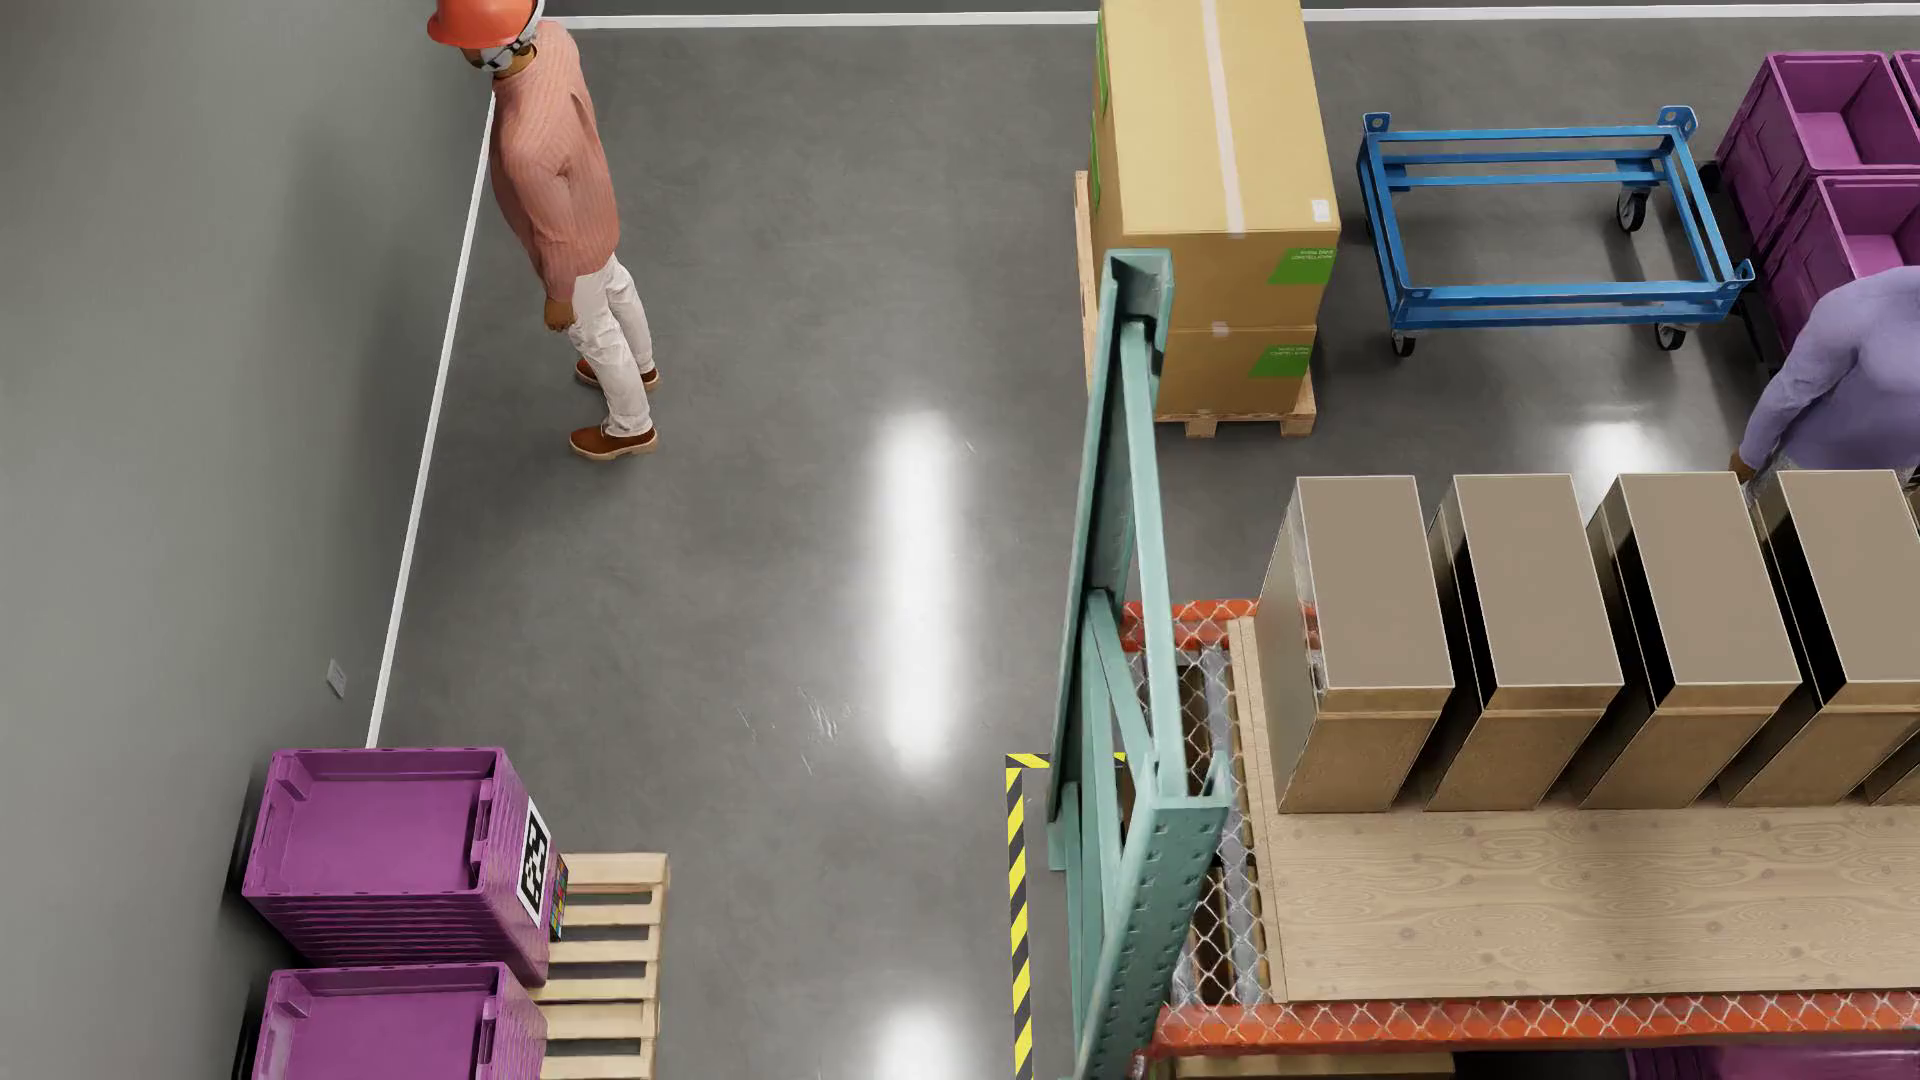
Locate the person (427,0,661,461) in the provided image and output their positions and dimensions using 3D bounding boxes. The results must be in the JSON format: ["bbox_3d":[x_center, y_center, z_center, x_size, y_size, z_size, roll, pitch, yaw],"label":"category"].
[{"bbox_3d":[-1.262,-0.985,5.251,0.402,1.990,0.622,-1,58,0],"label":"person"}]

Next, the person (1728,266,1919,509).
[{"bbox_3d":[2.568,-0.274,4.833,0.635,1.937,0.352,-1,58,0],"label":"person"}]
